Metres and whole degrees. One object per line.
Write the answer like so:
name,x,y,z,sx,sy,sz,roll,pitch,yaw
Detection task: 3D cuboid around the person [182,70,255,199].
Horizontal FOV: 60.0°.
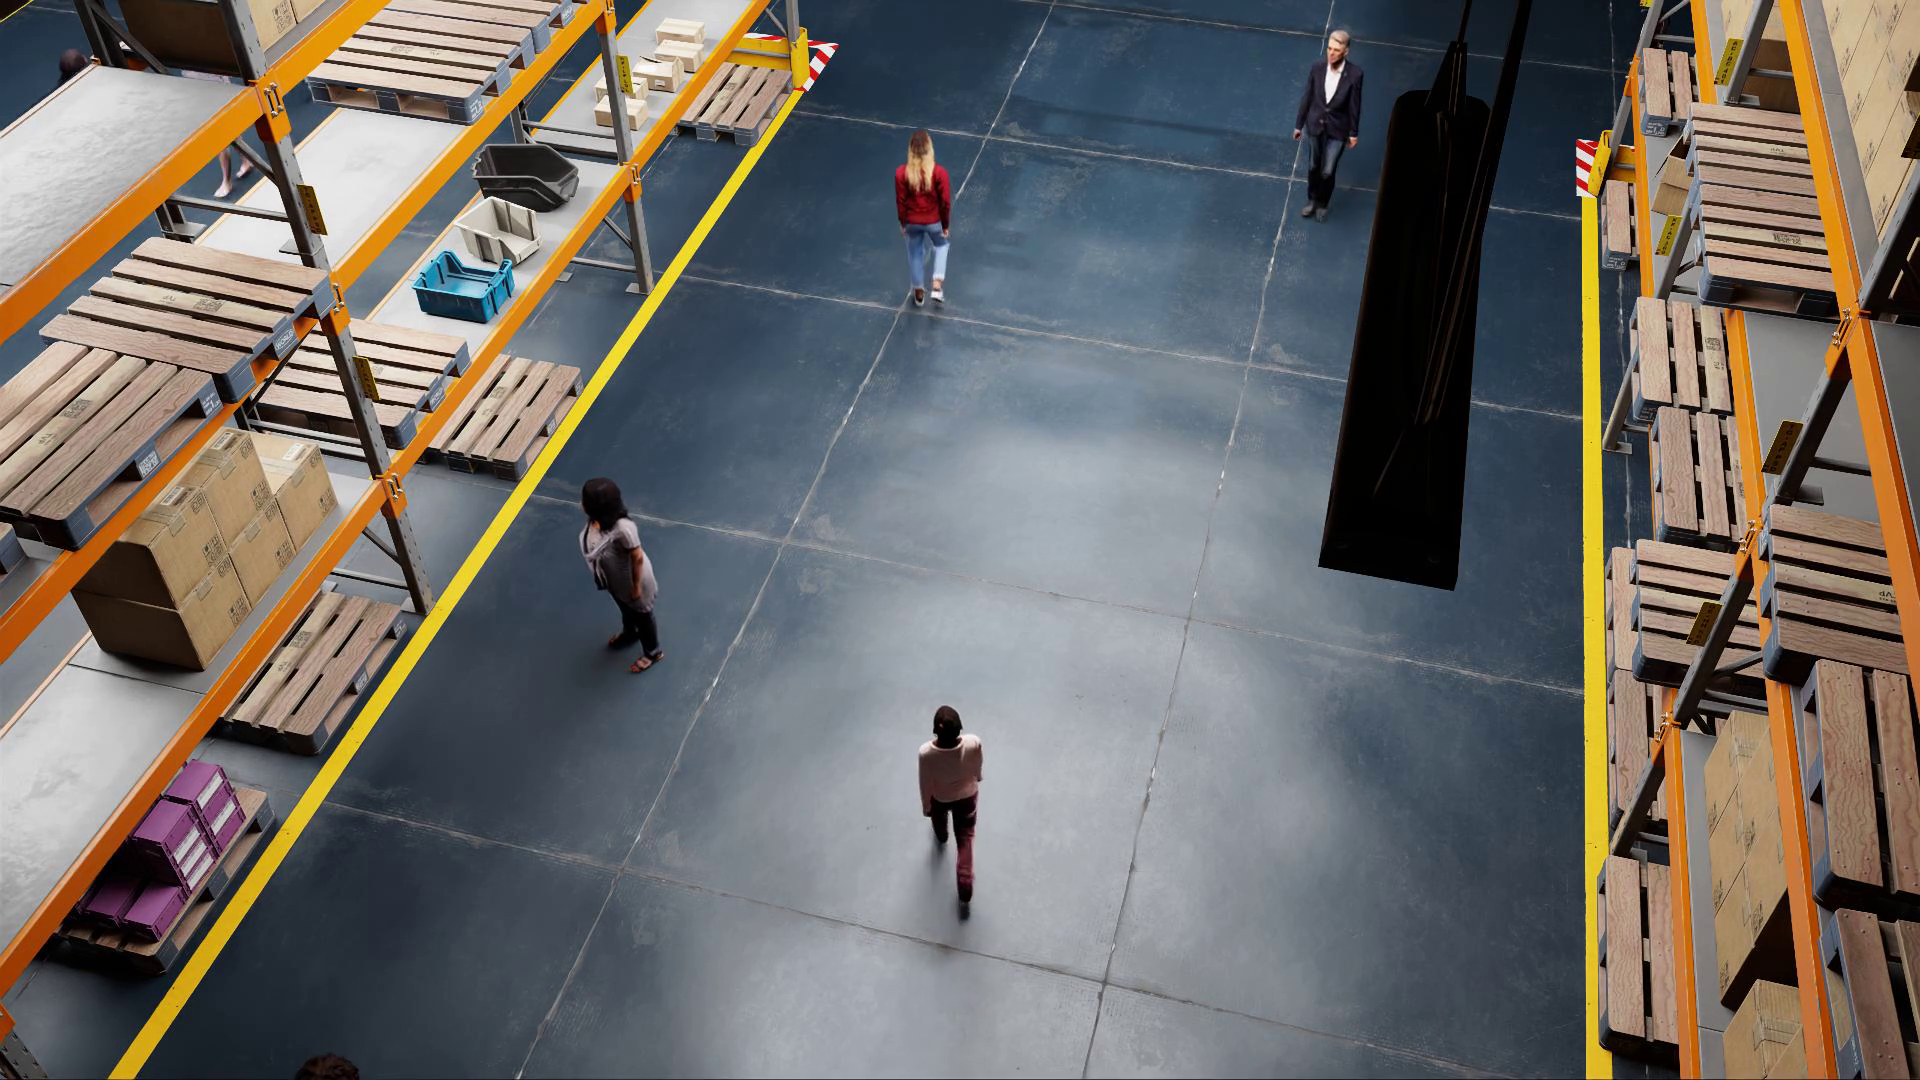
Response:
person,-6.813,-4.118,15.314,0.666,1.739,0.895,15,46,16

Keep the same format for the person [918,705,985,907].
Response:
person,-0.023,1.511,9.635,0.769,1.421,1.065,-3,44,-3

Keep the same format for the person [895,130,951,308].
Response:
person,-0.305,-2.604,13.808,0.711,1.624,0.782,-2,44,-2

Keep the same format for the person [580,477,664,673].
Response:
person,-2.204,0.184,10.893,0.832,1.608,0.778,-27,50,-25

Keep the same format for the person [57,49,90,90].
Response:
person,-7.721,-3.547,14.818,0.667,1.596,0.759,12,45,12

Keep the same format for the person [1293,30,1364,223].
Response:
person,3.331,-3.733,14.864,0.800,1.801,0.763,24,49,23
